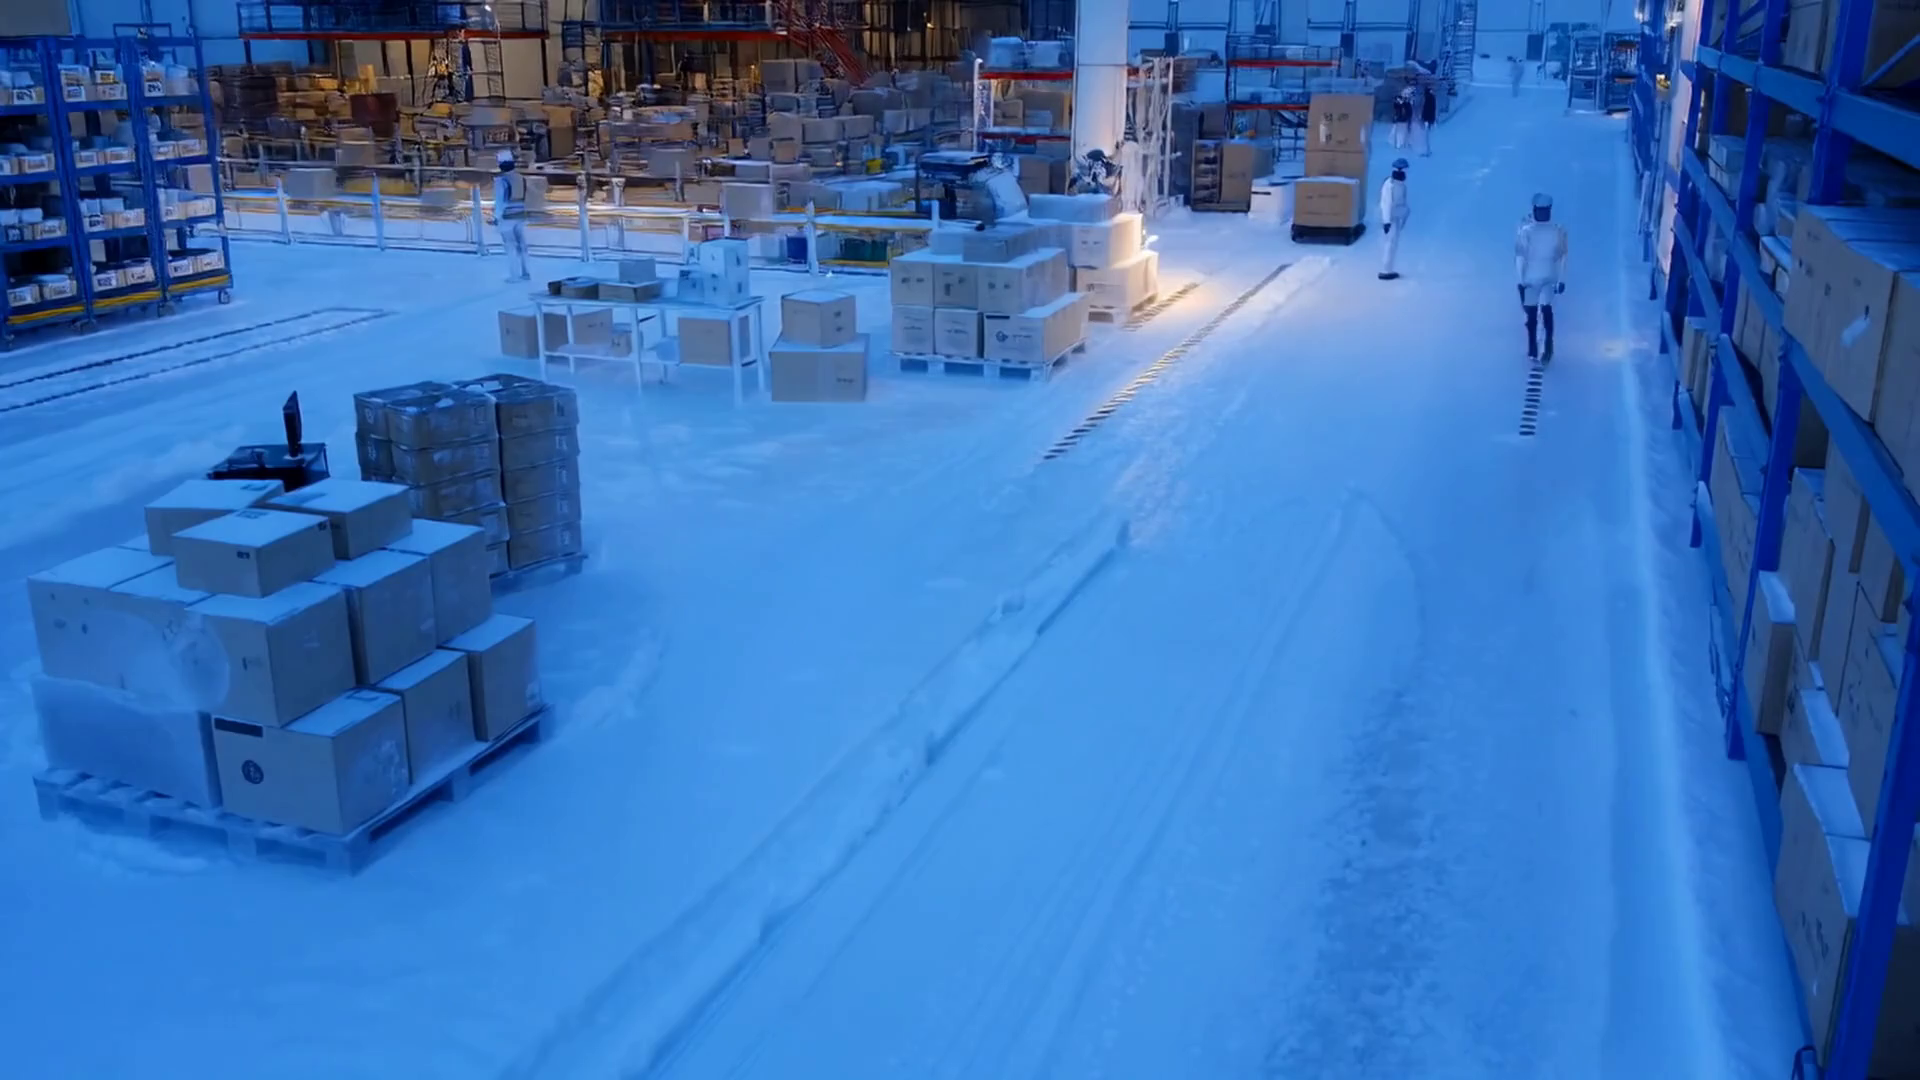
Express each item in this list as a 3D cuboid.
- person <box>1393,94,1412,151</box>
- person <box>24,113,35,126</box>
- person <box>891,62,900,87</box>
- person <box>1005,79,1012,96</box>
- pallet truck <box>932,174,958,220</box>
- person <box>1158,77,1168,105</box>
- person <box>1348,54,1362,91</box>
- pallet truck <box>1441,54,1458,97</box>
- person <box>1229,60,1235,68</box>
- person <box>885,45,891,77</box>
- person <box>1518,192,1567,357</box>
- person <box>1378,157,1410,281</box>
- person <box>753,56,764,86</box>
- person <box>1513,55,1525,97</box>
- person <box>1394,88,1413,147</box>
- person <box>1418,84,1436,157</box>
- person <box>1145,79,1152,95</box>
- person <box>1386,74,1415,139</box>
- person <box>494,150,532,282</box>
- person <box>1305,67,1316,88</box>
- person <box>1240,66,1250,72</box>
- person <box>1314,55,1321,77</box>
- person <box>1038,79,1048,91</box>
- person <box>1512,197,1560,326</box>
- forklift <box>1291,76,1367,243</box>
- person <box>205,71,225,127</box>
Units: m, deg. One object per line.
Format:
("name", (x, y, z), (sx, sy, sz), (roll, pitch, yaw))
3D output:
("person", (12.826, -12.129, 48.335), (0.509, 1.589, 0.802), (0, 18, 1))
("person", (-31.745, -14.879, 56.531), (0.646, 1.876, 0.858), (-13, 22, -35))
("person", (-2.729, -18.425, 67.628), (0.850, 1.903, 0.563), (1, 18, 3))
("person", (1.941, -18.230, 67.074), (0.328, 1.874, 0.512), (-5, 18, -16))
("pallet truck", (-0.507, -5.292, 27.348), (0.653, 1.274, 1.630), (6, 19, 19))
("person", (7.406, -16.031, 60.390), (0.518, 1.733, 0.864), (-10, 20, -29))
("person", (20.064, -23.828, 84.760), (0.652, 1.808, 0.882), (-14, 22, -37))
("pallet truck", (22.765, -21.886, 78.355), (0.823, 1.965, 1.885), (-4, 18, -14))
("person", (12.451, -20.935, 75.694), (0.530, 1.805, 0.553), (0, 18, 2))
("person", (-4.225, -28.321, 98.635), (0.841, 1.955, 0.646), (0, 18, 0))
("person", (6.748, -3.049, 19.303), (0.582, 1.915, 0.582), (1, 18, 5))
("person", (6.554, -4.834, 25.059), (0.404, 1.826, 0.587), (14, 22, 38))
("person", (-9.575, -21.991, 78.897), (0.431, 1.862, 0.588), (7, 19, 21))
("person", (26.429, -21.917, 78.605), (0.624, 1.905, 0.449), (-5, 18, -16))
("person", (13.363, -12.745, 50.091), (0.525, 1.723, 0.913), (-1, 18, -4))
("person", (12.973, -11.637, 46.162), (0.399, 1.989, 0.623), (9, 20, 26))
("person", (6.400, -14.928, 57.001), (0.323, 1.691, 0.536), (-10, 20, -28))
("person", (14.008, -13.778, 52.810), (0.885, 2.000, 0.711), (-7, 19, -21))
("person", (-6.712, -4.839, 24.900), (0.417, 1.940, 0.601), (9, 20, 26))
("person", (16.609, -21.852, 78.731), (0.493, 1.709, 0.860), (6, 19, 19))
("person", (11.759, -18.836, 68.899), (0.587, 1.920, 0.392), (-17, 24, -42))
("person", (18.568, -24.285, 86.062), (0.792, 1.887, 0.611), (10, 20, 28))
("person", (2.895, -15.832, 59.478), (1.021, 1.908, 0.625), (8, 19, 23))
("person", (7.421, -3.585, 21.370), (0.551, 1.662, 0.735), (2, 18, 5))
("forklift", (6.598, -6.755, 29.381), (1.129, 2.768, 1.873), (6, 19, 19))
("person", (-24.499, -14.318, 54.543), (0.791, 2.013, 0.660), (0, 18, 1))
